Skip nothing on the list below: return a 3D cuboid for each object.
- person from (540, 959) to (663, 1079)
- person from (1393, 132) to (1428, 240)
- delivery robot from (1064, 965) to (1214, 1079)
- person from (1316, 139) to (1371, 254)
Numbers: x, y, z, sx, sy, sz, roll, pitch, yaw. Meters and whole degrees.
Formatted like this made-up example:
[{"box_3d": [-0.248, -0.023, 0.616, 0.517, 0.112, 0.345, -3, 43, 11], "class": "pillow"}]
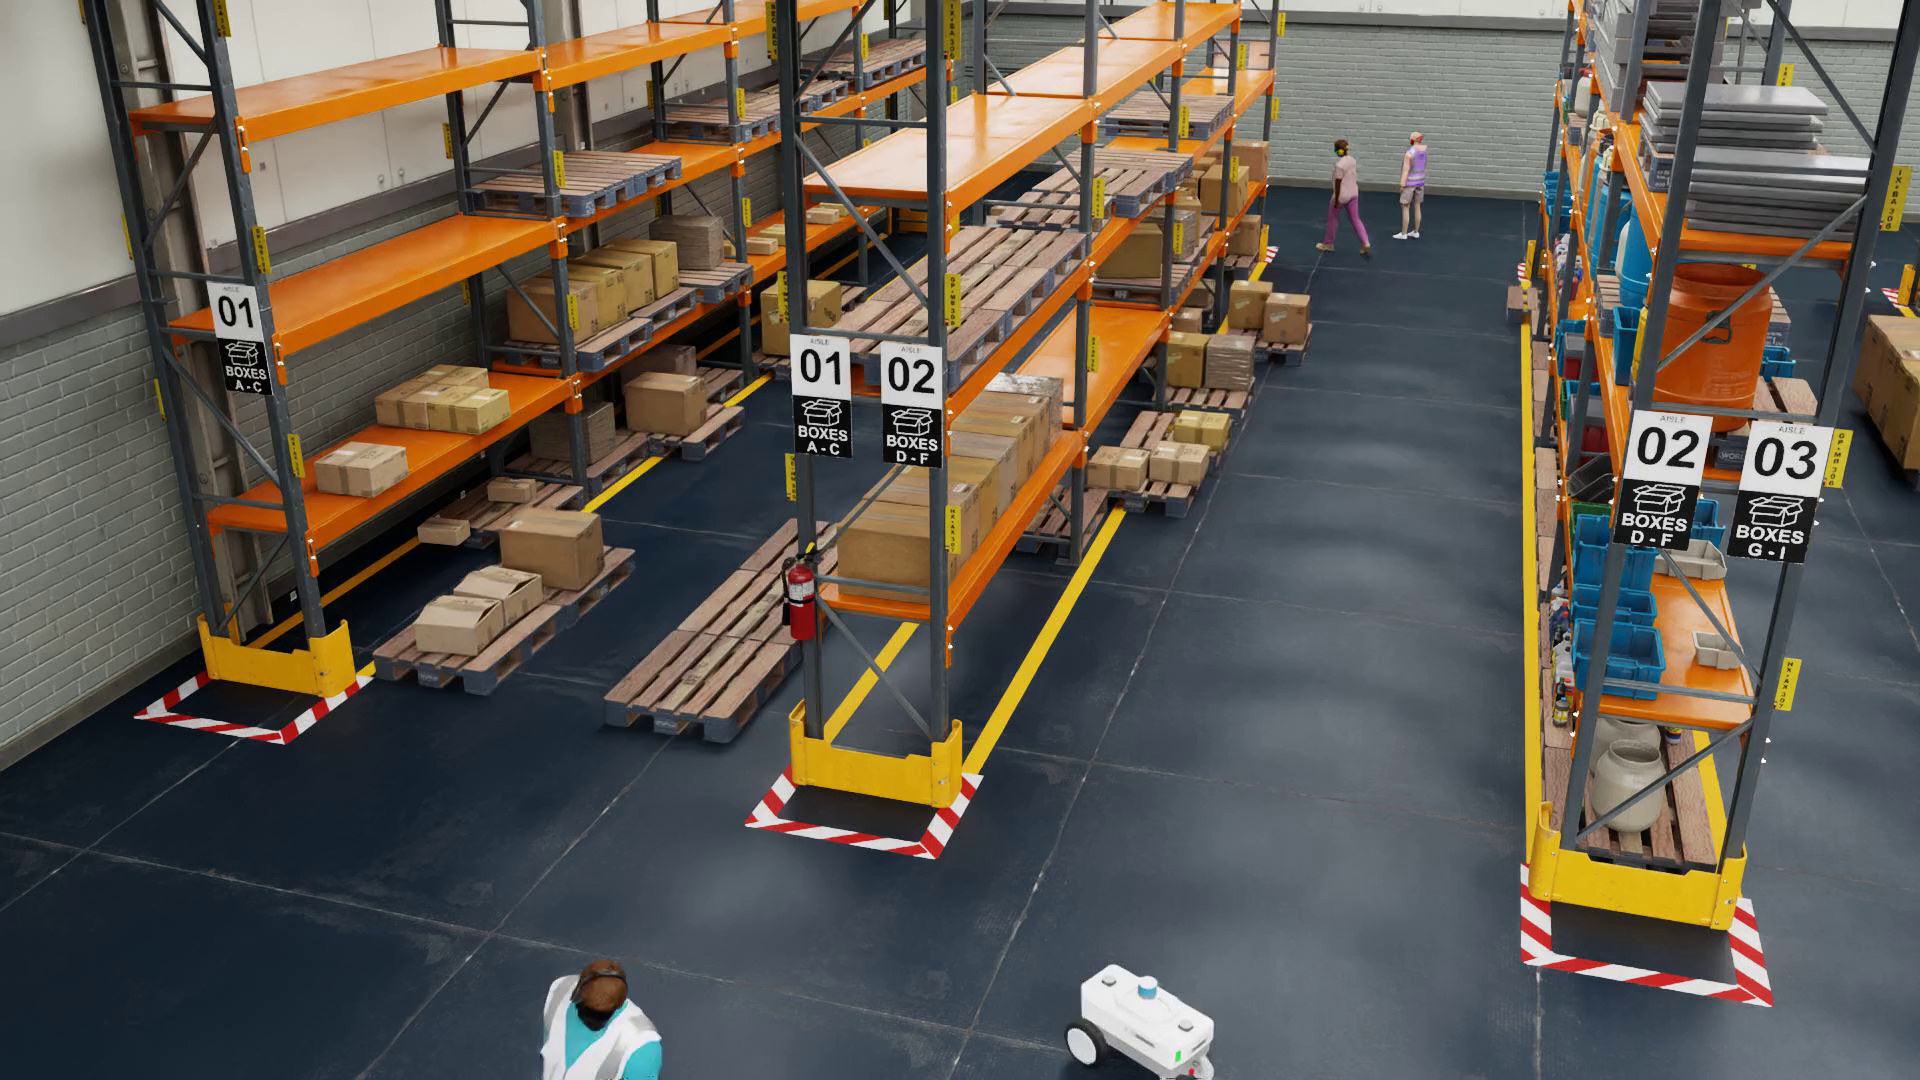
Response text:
[{"box_3d": [-1.564, 2.565, 7.290, 0.704, 1.812, 0.431, 18, 29, 36], "class": "person"}, {"box_3d": [7.184, -5.620, 26.414, 0.491, 1.688, 0.347, -14, 27, -29], "class": "person"}, {"box_3d": [0.969, 2.587, 8.833, 0.814, 0.610, 0.499, 21, 31, 40], "class": "delivery robot"}, {"box_3d": [5.953, -5.249, 25.457, 0.572, 1.746, 0.890, -19, 30, -37], "class": "person"}]
